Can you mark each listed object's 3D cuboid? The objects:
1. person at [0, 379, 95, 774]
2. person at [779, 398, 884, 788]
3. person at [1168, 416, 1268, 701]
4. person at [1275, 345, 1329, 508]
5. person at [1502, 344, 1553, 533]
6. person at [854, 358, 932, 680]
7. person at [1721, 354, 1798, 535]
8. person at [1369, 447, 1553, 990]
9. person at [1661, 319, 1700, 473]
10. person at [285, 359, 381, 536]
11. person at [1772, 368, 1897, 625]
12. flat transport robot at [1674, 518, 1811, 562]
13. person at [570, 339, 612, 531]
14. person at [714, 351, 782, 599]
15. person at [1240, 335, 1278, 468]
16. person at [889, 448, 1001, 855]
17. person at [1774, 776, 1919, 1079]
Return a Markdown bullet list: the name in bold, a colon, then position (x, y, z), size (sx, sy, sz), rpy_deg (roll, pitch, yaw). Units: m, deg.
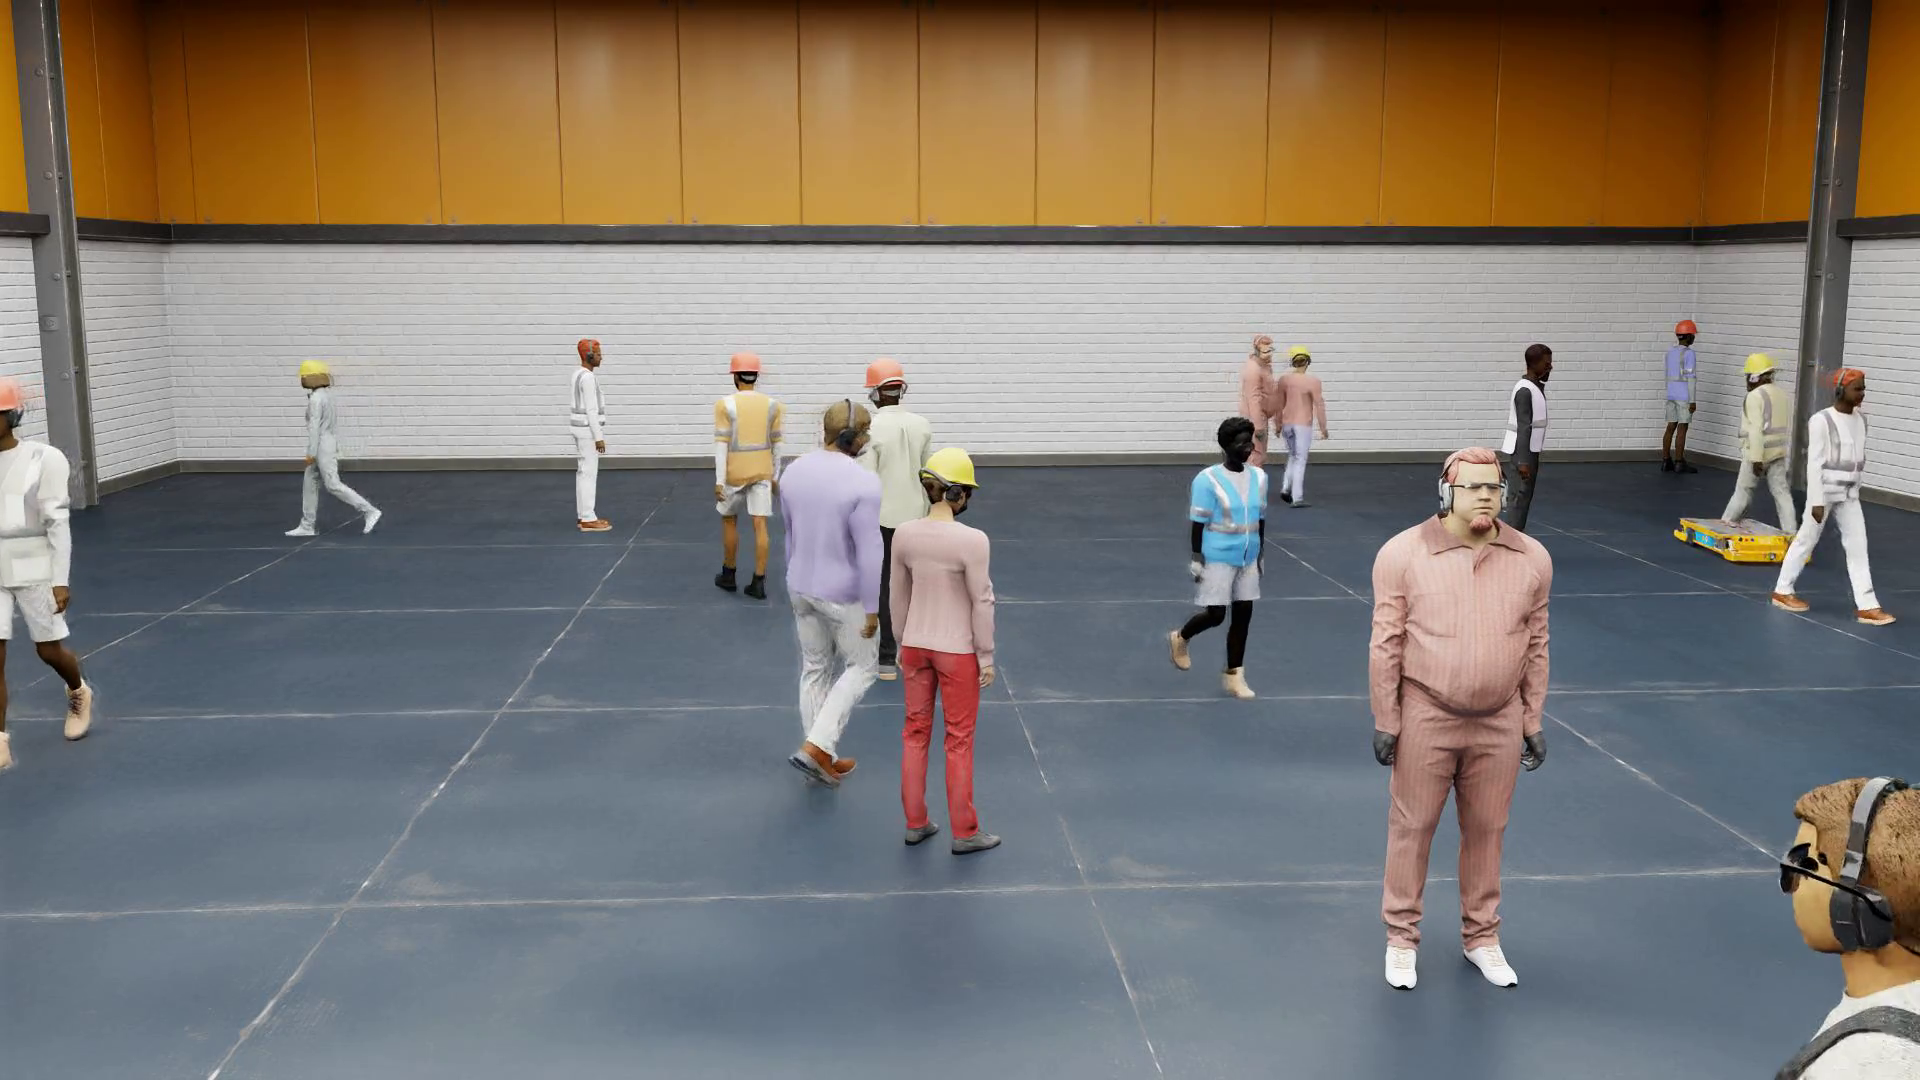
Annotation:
- **person**: position (-4.805, 0.153, 8.509), size (0.609, 2.013, 0.908), rpy_deg (-1, 9, -5)
- **person**: position (-0.637, 0.276, 8.005), size (0.645, 1.918, 0.483), rpy_deg (6, 11, 34)
- **person**: position (1.536, 0.092, 9.870), size (0.544, 1.683, 0.546), rpy_deg (-5, 10, -30)
- **person**: position (3.670, -1.217, 17.905), size (0.384, 1.739, 0.560), rpy_deg (-8, 12, -41)
- **person**: position (4.869, -0.729, 14.323), size (0.372, 1.914, 0.597), rpy_deg (4, 10, 25)
- **person**: position (-0.439, -0.133, 10.341), size (0.621, 1.990, 0.396), rpy_deg (-9, 13, -43)
- **person**: position (7.264, -0.794, 15.154), size (0.619, 1.772, 0.951), rpy_deg (-6, 11, -32)
- **person**: position (1.757, 0.625, 5.837), size (0.643, 1.913, 0.411), rpy_deg (0, 9, -3)
- **person**: position (9.143, -1.815, 21.066), size (0.349, 1.942, 0.545), rpy_deg (-2, 9, -11)
- **person**: position (-6.040, -0.883, 15.946), size (0.836, 1.704, 0.497), rpy_deg (-2, 9, -15)
- **person**: position (6.371, -0.328, 12.088), size (0.592, 1.832, 0.973), rpy_deg (-4, 10, -22)
- **flat transport robot**: position (7.027, -0.014, 14.982), size (0.652, 0.197, 1.431), rpy_deg (1, 9, 4)
- **person**: position (-3.648, -1.028, 16.330), size (0.347, 1.882, 0.578), rpy_deg (-3, 10, -20)
- **person**: position (-1.698, -0.524, 13.056), size (0.578, 1.905, 0.822), rpy_deg (-4, 10, -25)
- **person**: position (3.239, -1.292, 18.041), size (0.421, 1.862, 0.775), rpy_deg (2, 9, 15)
- **person**: position (-0.065, 0.480, 7.232), size (0.525, 1.759, 0.337), rpy_deg (7, 11, 36)
- **person**: position (1.354, 1.225, 2.439), size (0.530, 1.801, 0.972), rpy_deg (-8, 12, -40)
